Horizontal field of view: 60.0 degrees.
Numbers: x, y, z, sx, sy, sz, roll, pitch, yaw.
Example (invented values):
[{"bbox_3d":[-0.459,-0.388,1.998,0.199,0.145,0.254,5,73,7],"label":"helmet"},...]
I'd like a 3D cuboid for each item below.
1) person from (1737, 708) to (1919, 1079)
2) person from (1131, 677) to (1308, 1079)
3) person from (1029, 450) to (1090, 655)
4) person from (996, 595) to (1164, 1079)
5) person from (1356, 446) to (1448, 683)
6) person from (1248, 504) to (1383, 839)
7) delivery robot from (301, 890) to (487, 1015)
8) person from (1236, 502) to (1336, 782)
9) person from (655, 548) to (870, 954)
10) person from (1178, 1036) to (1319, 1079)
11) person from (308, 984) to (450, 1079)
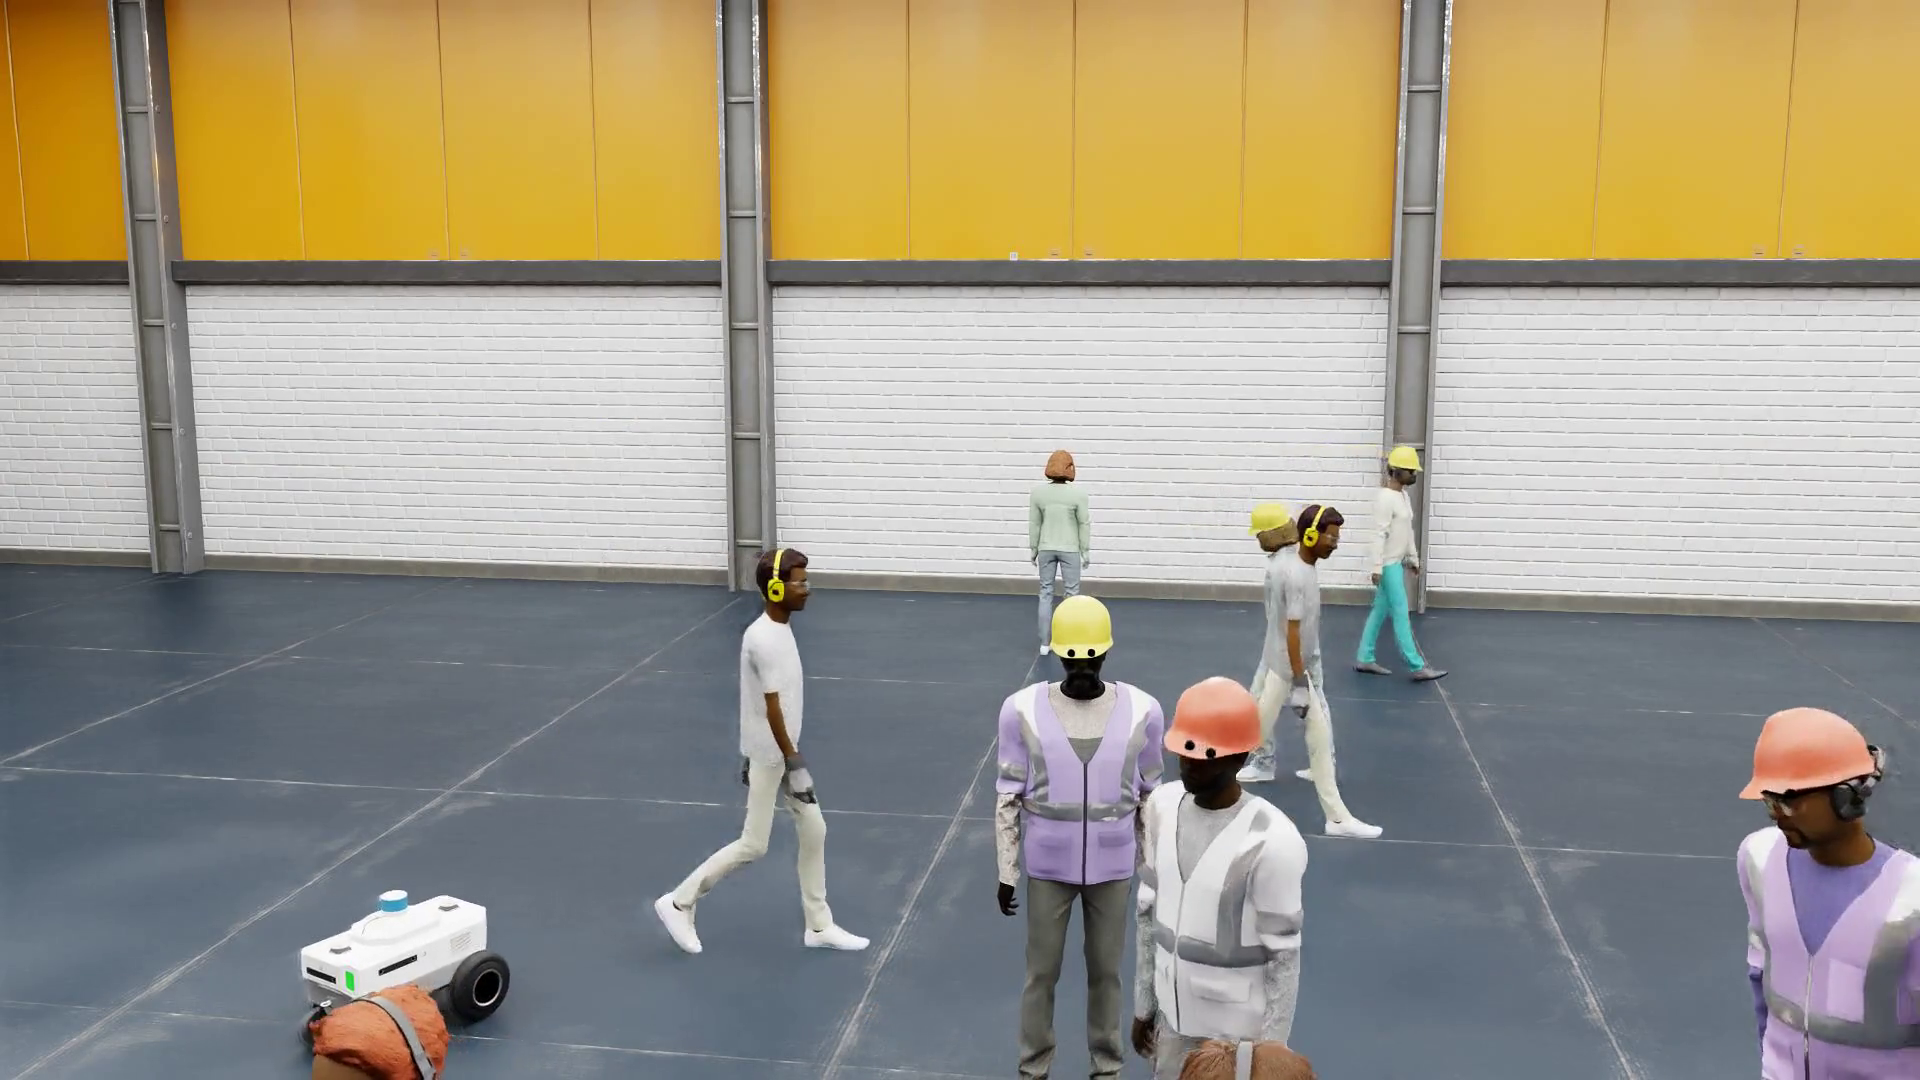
[{"bbox_3d":[2.282,1.387,4.196,1.011,1.978,0.676,-5,11,-30],"label":"person"},{"bbox_3d":[0.696,1.323,4.668,0.360,1.934,0.568,-7,11,-36],"label":"person"},{"bbox_3d":[0.786,0.105,13.100,0.498,1.634,0.283,4,10,22],"label":"person"},{"bbox_3d":[0.423,1.135,5.847,0.593,1.924,0.384,0,9,-2],"label":"person"},{"bbox_3d":[3.293,0.179,12.294,0.731,1.733,0.550,5,10,28],"label":"person"},{"bbox_3d":[1.736,0.700,8.906,1.008,1.816,0.581,4,10,21],"label":"person"},{"bbox_3d":[-2.247,1.645,6.635,0.477,0.478,0.707,6,11,33],"label":"delivery robot"},{"bbox_3d":[1.921,0.609,9.806,0.683,1.689,0.613,6,11,32],"label":"person"},{"bbox_3d":[-0.889,0.940,7.341,0.881,1.842,0.506,1,9,8],"label":"person"},{"bbox_3d":[0.471,1.688,2.758,0.523,1.823,0.652,1,9,8],"label":"person"},{"bbox_3d":[-0.920,1.653,2.800,0.576,1.882,0.380,4,10,26],"label":"person"}]
